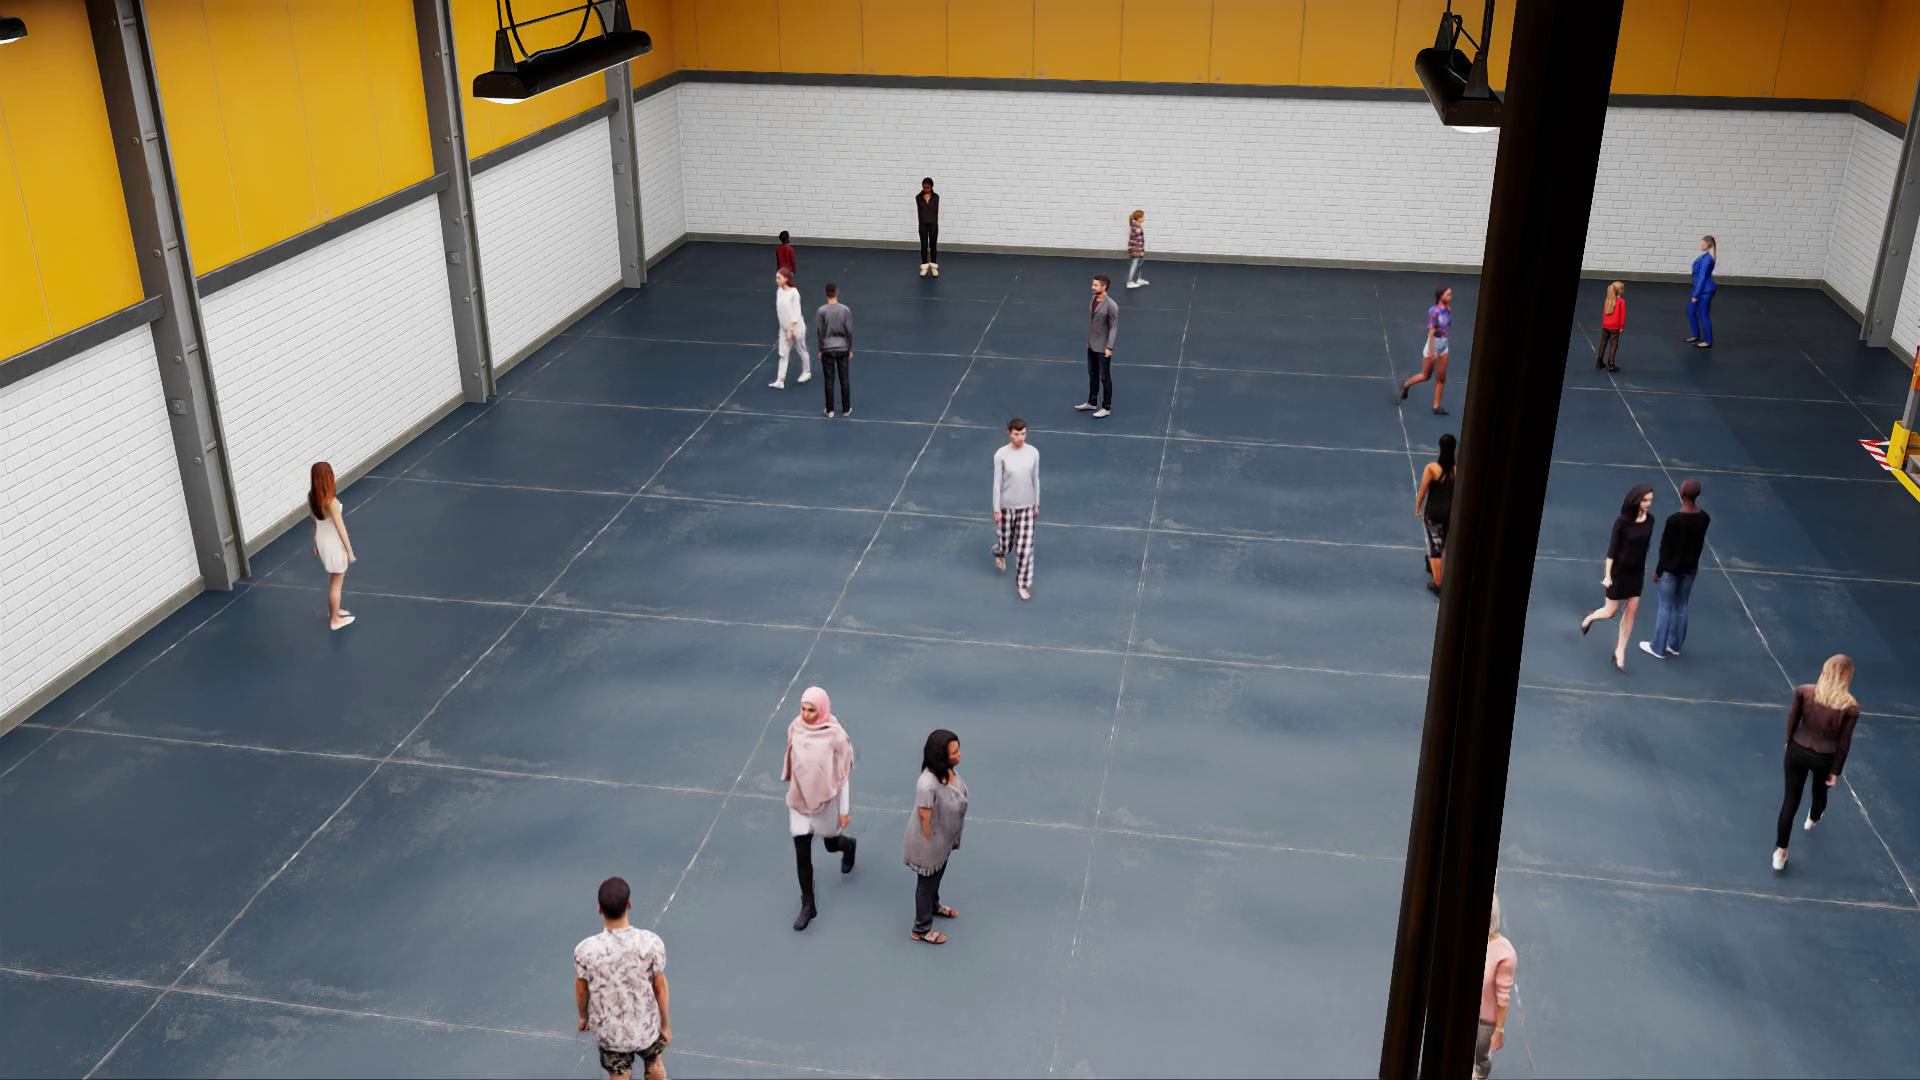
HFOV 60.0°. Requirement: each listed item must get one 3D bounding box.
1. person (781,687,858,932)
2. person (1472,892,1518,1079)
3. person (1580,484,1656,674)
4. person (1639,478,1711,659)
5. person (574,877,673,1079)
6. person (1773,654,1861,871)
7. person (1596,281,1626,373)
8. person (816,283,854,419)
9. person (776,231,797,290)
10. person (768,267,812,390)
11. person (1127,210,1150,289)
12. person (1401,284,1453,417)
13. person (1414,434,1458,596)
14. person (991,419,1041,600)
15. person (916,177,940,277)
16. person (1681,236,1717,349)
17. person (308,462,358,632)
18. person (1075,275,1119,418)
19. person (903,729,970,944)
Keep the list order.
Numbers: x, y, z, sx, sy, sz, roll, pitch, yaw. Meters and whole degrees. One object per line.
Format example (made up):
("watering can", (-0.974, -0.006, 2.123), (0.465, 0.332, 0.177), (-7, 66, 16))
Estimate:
("person", (-0.962, 1.822, 11.742), (0.770, 1.777, 1.155), (9, 25, 19))
("person", (3.022, 2.747, 9.744), (0.912, 1.683, 1.198), (15, 28, 31))
("person", (6.021, 0.308, 15.187), (0.814, 1.793, 0.970), (-6, 24, -13))
("person", (6.632, 0.259, 15.353), (0.671, 1.750, 0.670), (-6, 24, -14))
("person", (-1.910, 2.791, 9.510), (0.888, 1.790, 1.062), (-3, 24, -8))
("person", (6.246, 1.671, 12.259), (0.936, 1.641, 1.213), (16, 28, 32))
("person", (9.189, -3.018, 23.433), (0.646, 1.281, 0.584), (-15, 28, -30))
("person", (-1.623, -2.464, 21.567), (0.681, 1.761, 0.636), (-4, 24, -9))
("person", (-2.761, -4.276, 26.345), (0.546, 1.254, 0.557), (11, 26, 24))
("person", (-2.238, -2.889, 22.696), (0.885, 1.636, 1.158), (15, 28, 31))
("person", (2.854, -4.812, 27.523), (0.690, 1.294, 0.644), (-3, 24, -7))
("person", (6.127, -2.487, 21.667), (0.993, 1.722, 1.034), (-17, 29, -34))
("person", (4.842, -0.241, 16.641), (0.758, 1.634, 1.044), (-2, 24, -4))
("person", (0.541, -0.366, 16.691), (0.869, 1.823, 1.112), (-4, 24, -10))
("person", (-0.539, -5.351, 28.299), (0.615, 1.659, 0.669), (1, 24, 2))
("person", (10.932, -3.608, 24.296), (0.714, 1.672, 0.642), (10, 26, 22))
("person", (-6.057, 0.083, 15.815), (0.696, 1.703, 0.721), (17, 29, 34))
("person", (1.814, -2.540, 21.600), (0.838, 1.874, 0.770), (-14, 27, -30))
("person", (-0.189, 2.015, 11.517), (0.697, 1.603, 0.607), (6, 24, 13))
